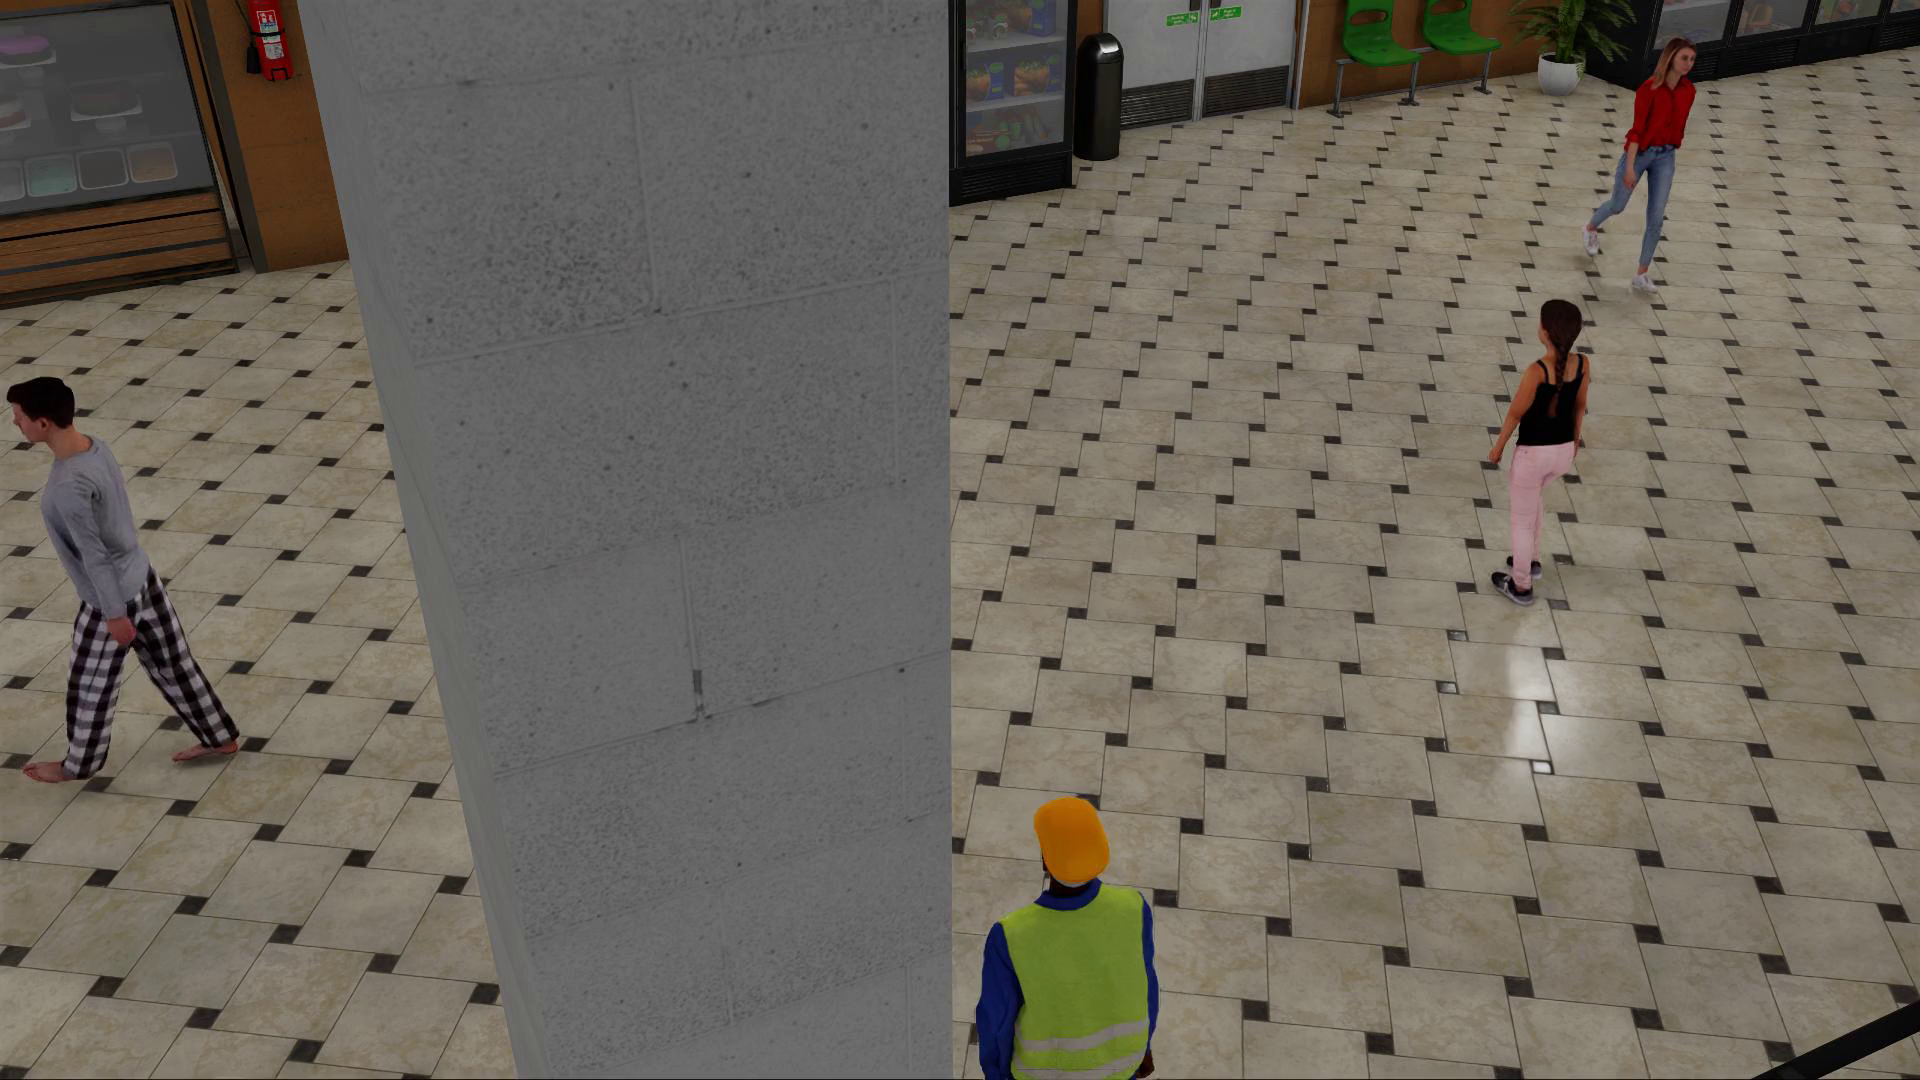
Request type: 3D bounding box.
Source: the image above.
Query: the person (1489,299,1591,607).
[{"bbox_3d":[2.784,-0.372,7.839,0.555,1.555,0.582,-11,34,-18],"label":"person"}]

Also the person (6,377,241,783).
[{"bbox_3d":[-3.306,0.185,6.695,0.878,1.819,1.062,-7,33,-11],"label":"person"}]

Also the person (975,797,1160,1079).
[{"bbox_3d":[0.333,1.489,4.615,0.743,1.803,0.779,-8,33,-12],"label":"person"}]

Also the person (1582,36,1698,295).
[{"bbox_3d":[4.598,-2.569,11.257,0.823,1.676,1.168,-4,32,-7],"label":"person"}]
